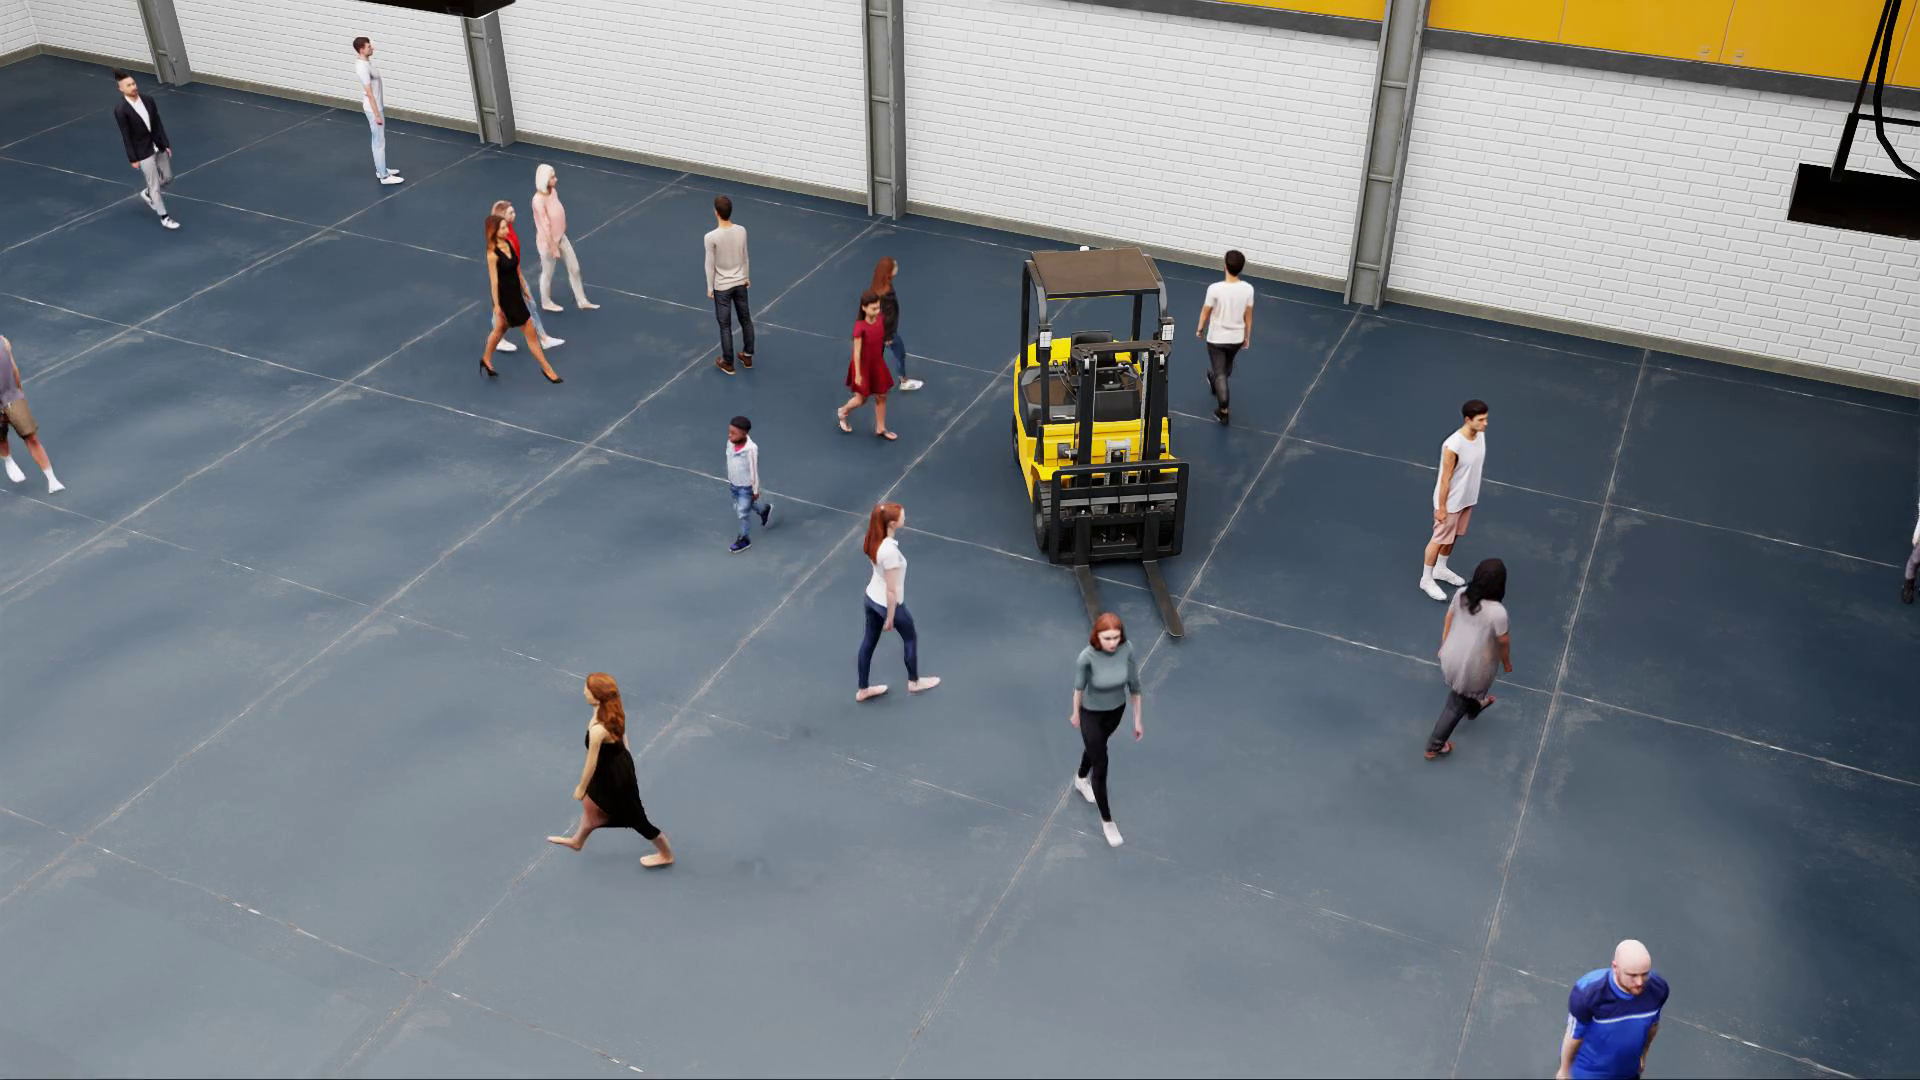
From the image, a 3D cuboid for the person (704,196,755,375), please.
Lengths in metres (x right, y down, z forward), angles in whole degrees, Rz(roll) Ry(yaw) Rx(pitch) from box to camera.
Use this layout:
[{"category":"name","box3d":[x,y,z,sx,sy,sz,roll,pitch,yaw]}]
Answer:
[{"category":"person","box3d":[-2.326,-2.573,16.805,0.724,1.864,0.721,-24,40,-31]}]

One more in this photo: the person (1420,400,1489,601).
[{"category":"person","box3d":[4.037,-0.365,13.554,0.716,1.786,0.686,-28,43,-35]}]

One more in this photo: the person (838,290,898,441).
[{"category":"person","box3d":[-0.903,-1.669,15.742,0.941,1.535,0.726,26,42,34]}]

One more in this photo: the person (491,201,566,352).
[{"category":"person","box3d":[-4.743,-2.690,17.157,1.054,1.671,0.789,6,34,9]}]

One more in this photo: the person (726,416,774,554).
[{"category":"person","box3d":[-1.813,-0.527,14.283,0.776,1.249,0.687,27,42,34]}]

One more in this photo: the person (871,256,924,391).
[{"category":"person","box3d":[-0.800,-2.083,16.434,0.897,1.459,0.861,-17,37,-24]}]

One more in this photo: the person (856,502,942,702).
[{"category":"person","box3d":[-0.647,0.502,12.319,0.909,1.710,0.917,-21,39,-28]}]

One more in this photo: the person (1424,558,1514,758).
[{"category":"person","box3d":[3.588,0.884,11.880,1.045,1.558,1.061,-17,37,-24]}]

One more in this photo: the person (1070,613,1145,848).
[{"category":"person","box3d":[0.942,1.149,11.347,0.990,1.707,1.065,-13,36,-18]}]

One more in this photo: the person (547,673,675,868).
[{"category":"person","box3d":[-2.157,1.561,10.848,1.149,1.575,0.878,-1,34,-1]}]

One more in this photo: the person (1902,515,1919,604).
[{"category":"person","box3d":[7.943,-0.068,13.573,0.460,1.271,0.558,12,35,17]}]

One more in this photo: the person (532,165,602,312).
[{"category":"person","box3d":[-4.485,-3.231,17.945,0.954,1.698,0.718,8,34,12]}]

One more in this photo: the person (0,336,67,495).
[{"category":"person","box3d":[-8.532,-1.239,14.702,1.262,1.795,0.886,28,42,35]}]

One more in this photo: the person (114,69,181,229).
[{"category":"person","box3d":[-9.823,-4.721,19.973,0.920,1.936,0.731,17,37,24]}]

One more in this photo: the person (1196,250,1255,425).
[{"category":"person","box3d":[2.570,-1.921,15.991,1.079,1.681,1.081,-7,34,-11]}]

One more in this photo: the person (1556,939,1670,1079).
[{"category":"person","box3d":[3.381,2.726,8.869,0.918,1.825,0.967,-6,34,-9]}]

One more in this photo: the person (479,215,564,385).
[{"category":"person","box3d":[-4.567,-2.362,16.561,1.172,1.783,0.765,7,34,11]}]

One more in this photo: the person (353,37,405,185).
[{"category":"person","box3d":[-7.477,-5.488,21.202,0.774,1.851,0.707,-12,36,-18]}]
